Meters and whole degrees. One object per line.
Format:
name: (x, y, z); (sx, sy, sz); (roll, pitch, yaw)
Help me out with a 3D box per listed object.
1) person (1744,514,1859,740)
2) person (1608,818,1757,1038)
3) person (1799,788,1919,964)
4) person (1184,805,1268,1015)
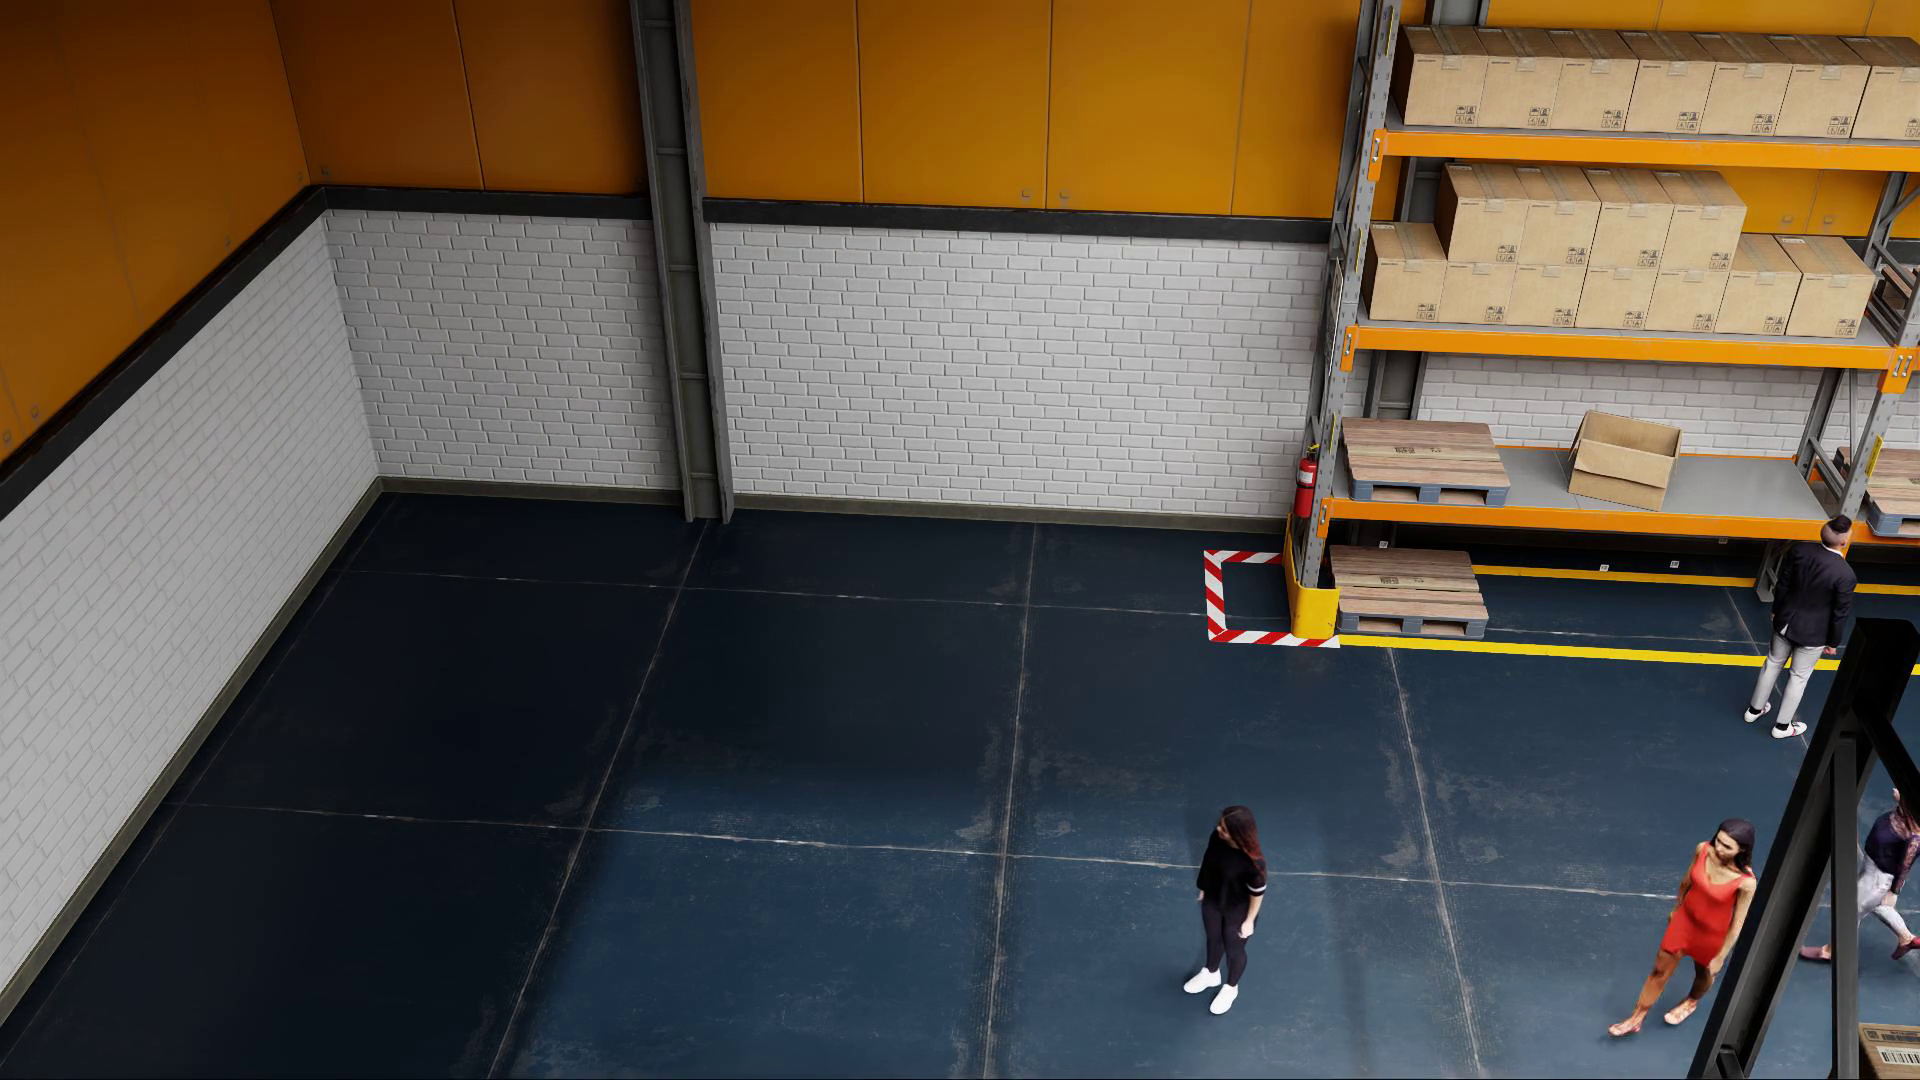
person: (6.253, 0.604, 12.325); (0.814, 1.950, 0.797); (-19, 38, -26)
person: (4.520, 2.304, 9.995); (1.042, 1.698, 0.939); (-20, 38, -27)
person: (5.812, 2.107, 10.387); (0.992, 1.592, 0.751); (11, 35, 16)
person: (1.654, 2.220, 10.174); (0.765, 1.639, 0.715); (-22, 39, -29)
